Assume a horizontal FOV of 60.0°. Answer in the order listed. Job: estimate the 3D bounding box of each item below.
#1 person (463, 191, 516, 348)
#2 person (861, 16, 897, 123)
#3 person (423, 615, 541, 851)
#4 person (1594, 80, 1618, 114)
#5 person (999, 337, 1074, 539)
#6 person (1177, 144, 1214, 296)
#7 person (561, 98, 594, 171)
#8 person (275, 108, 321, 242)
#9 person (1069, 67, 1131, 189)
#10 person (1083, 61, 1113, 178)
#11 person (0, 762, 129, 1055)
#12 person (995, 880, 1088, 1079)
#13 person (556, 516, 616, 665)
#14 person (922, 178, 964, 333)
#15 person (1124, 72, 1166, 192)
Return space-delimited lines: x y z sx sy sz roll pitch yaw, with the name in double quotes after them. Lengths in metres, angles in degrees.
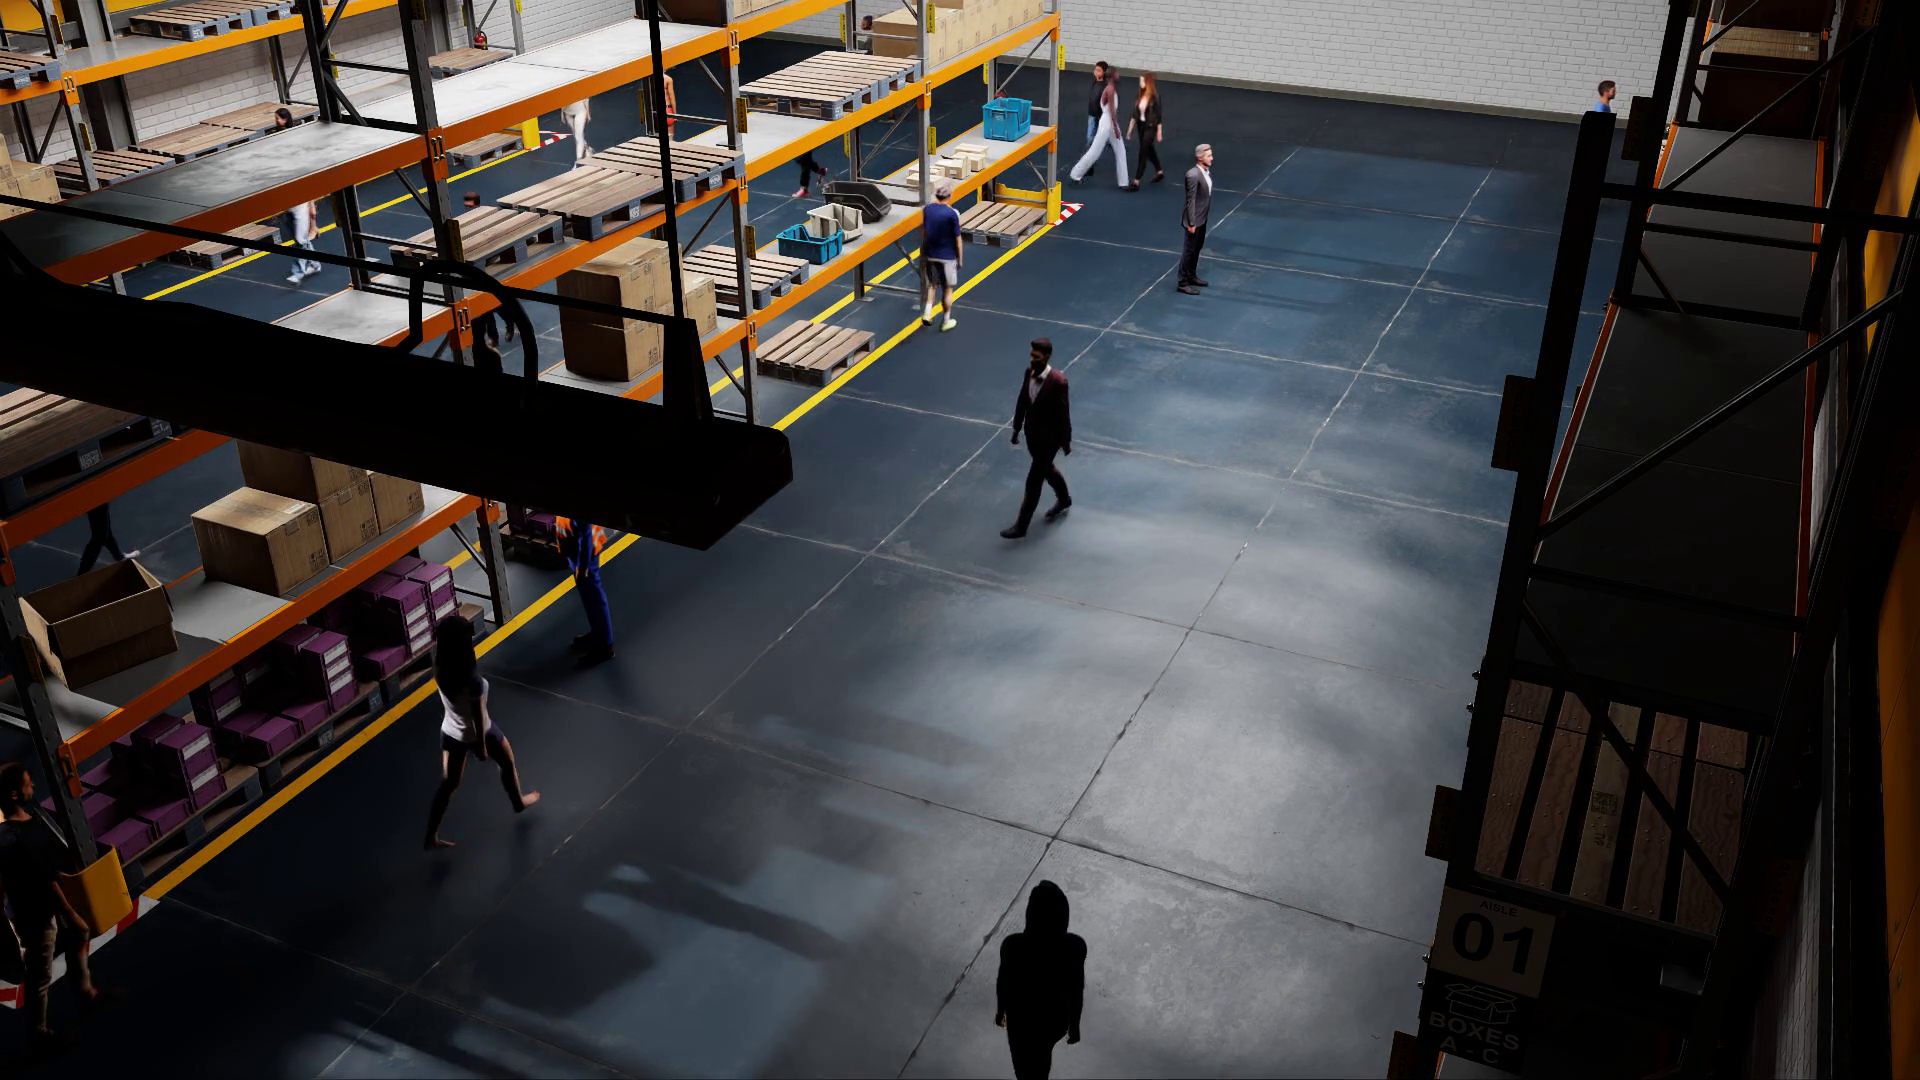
-5.315 -3.073 18.788 0.711 1.837 0.734 11 30 19 "person"
-1.363 -7.713 27.388 1.193 1.748 1.139 -6 29 -11 "person"
-3.308 1.305 10.944 0.695 1.662 1.171 17 33 28 "person"
8.824 -5.458 23.132 0.722 1.863 0.518 10 30 18 "person"
0.800 -0.951 14.921 1.329 1.815 1.061 -22 35 -34 "person"
2.899 -3.965 20.429 0.757 1.832 0.487 13 31 22 "person"
-5.785 -6.471 25.175 0.739 1.687 1.105 7 29 12 "person"
-8.851 -4.871 22.155 0.793 1.769 0.772 -20 34 -31 "person"
2.036 -5.934 24.142 0.852 1.732 1.158 6 29 11 "person"
2.160 -6.294 24.863 1.117 1.674 0.818 -25 37 -37 "person"
-5.271 2.102 9.312 0.961 1.826 0.887 -17 33 -28 "person"
0.412 2.538 8.641 0.986 1.704 1.160 -4 29 -8 "person"
-2.936 0.091 12.960 0.847 1.863 0.764 -7 29 -13 "person"
-0.250 -3.243 19.109 0.668 1.827 0.756 14 31 24 "person"
2.796 -5.971 24.278 1.187 1.668 0.951 -21 35 -33 "person"
